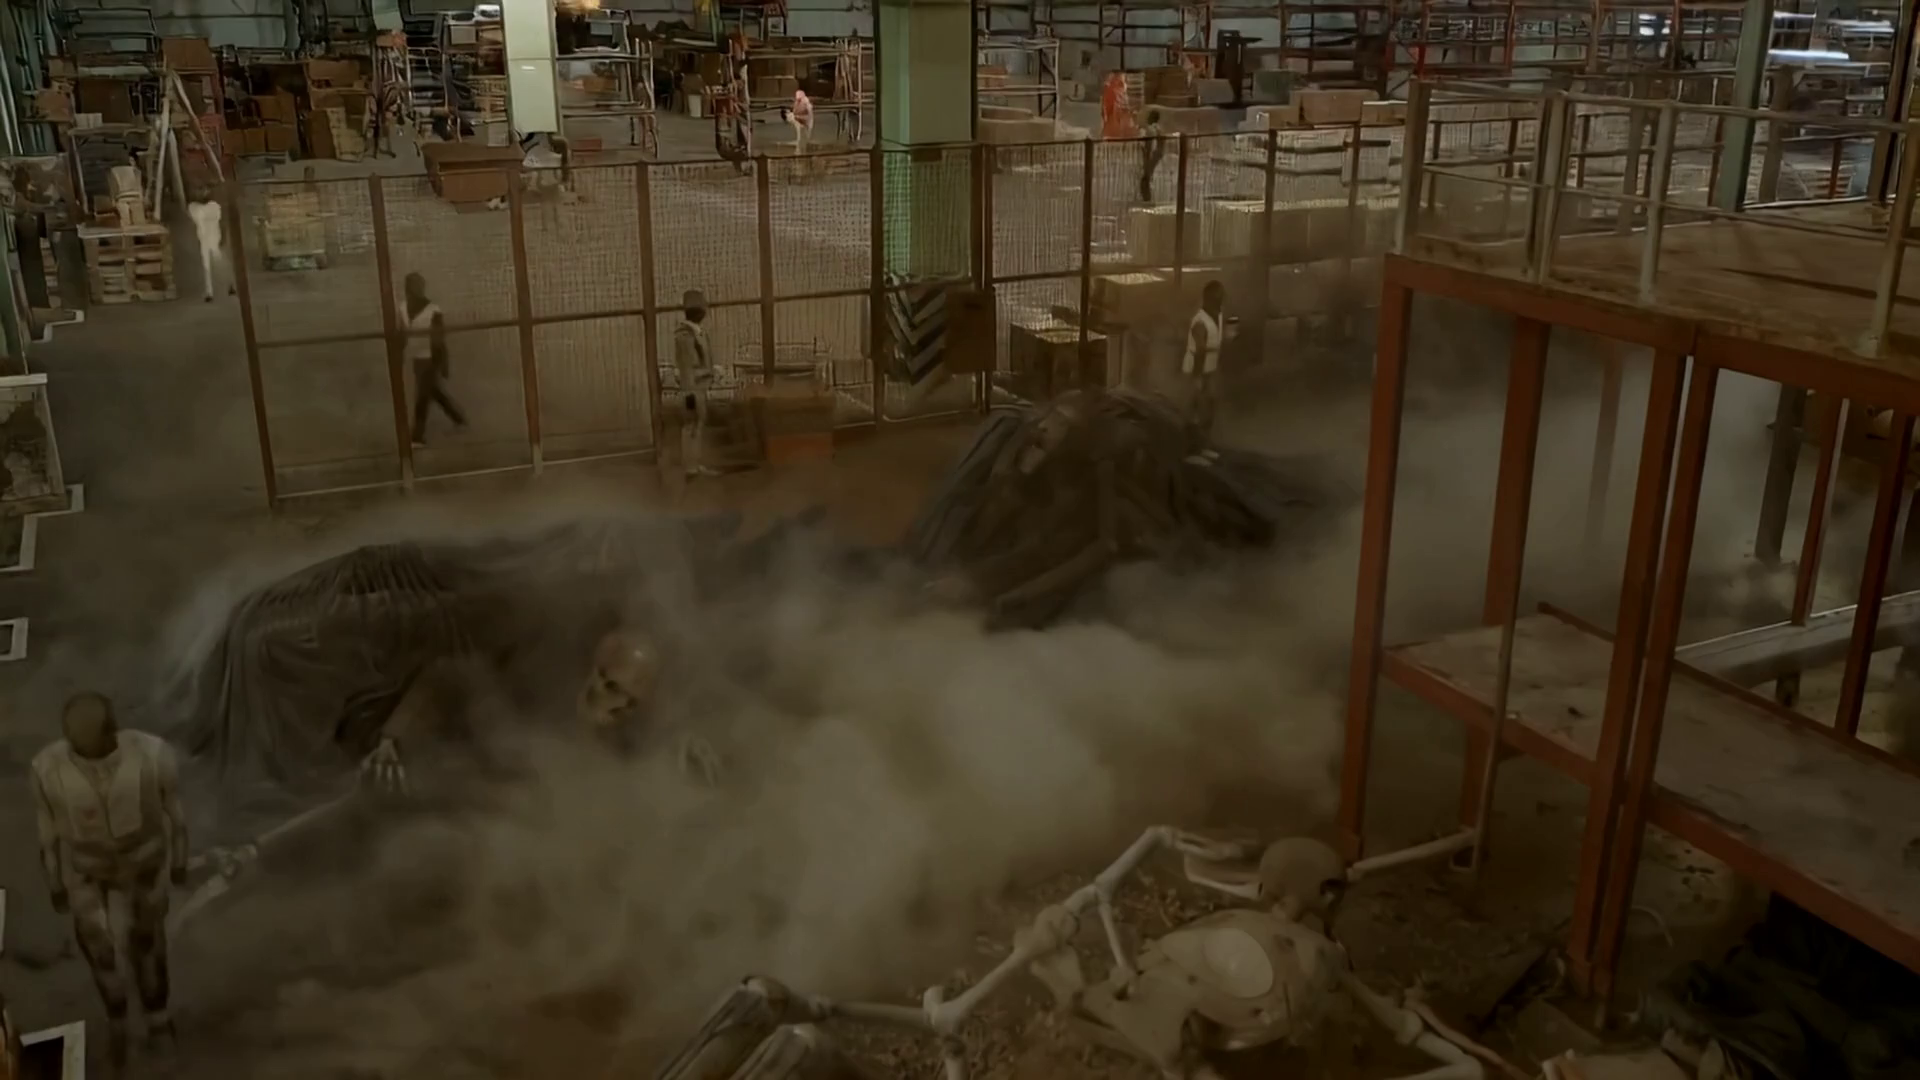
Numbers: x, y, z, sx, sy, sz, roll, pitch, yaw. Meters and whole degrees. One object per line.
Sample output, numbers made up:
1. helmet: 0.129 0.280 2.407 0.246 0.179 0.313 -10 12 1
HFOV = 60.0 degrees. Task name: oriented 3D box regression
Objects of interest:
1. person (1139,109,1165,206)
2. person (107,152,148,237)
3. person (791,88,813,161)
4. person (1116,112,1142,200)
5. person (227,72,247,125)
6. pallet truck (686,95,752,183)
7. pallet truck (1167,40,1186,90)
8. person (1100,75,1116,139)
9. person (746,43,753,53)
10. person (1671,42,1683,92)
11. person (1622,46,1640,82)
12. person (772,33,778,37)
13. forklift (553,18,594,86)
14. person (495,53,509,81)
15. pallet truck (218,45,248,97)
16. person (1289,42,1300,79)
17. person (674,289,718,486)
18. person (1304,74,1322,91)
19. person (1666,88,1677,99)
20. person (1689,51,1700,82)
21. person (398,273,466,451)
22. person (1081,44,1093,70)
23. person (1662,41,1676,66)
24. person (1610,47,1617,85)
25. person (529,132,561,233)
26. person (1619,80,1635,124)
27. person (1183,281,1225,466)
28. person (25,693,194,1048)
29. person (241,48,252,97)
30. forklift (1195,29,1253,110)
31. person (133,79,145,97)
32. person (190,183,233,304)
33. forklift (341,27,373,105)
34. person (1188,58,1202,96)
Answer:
1. person: 4.145 -8.258 35.876 0.536 2.000 0.680 4 19 11
2. person: -14.732 -5.943 29.468 0.429 1.844 0.627 16 25 39
3. person: -4.196 -11.026 44.135 0.574 1.886 0.360 3 19 9
4. person: 3.708 -8.440 36.600 0.573 1.901 0.747 9 21 24
5. person: -23.597 -14.429 54.305 0.540 1.683 0.419 -4 20 -13
6. pallet truck: -5.836 -9.608 39.856 0.823 1.965 1.885 10 22 27
7. pallet truck: 9.045 -19.971 69.895 0.823 1.965 1.885 -3 19 -8
8. person: 4.432 -12.946 49.745 0.530 1.857 0.324 14 23 35
9. person: -9.009 -19.991 70.112 0.631 1.908 0.933 -12 22 -31
10. person: 29.178 -19.281 67.871 0.798 2.001 0.668 9 21 24
11. person: 29.602 -20.906 73.206 0.517 1.588 0.840 -6 20 -18
12. person: -8.753 -23.024 78.825 1.039 1.936 0.632 0 19 1
13. forklift: -16.964 -21.175 72.054 1.873 2.768 1.129 -9 21 -25
14. person: -16.748 -16.929 61.193 0.639 1.923 0.561 -10 21 -26
15. pallet truck: -28.879 -18.665 66.111 0.823 1.965 1.885 -3 19 -9
16. person: 14.052 -20.077 70.332 0.833 1.919 0.631 -9 21 -25
17. person: -2.622 -1.522 16.490 0.394 1.945 0.618 1 19 2
18. person: 10.508 -12.942 49.662 0.630 1.899 0.971 18 26 41
19. person: 20.309 -12.139 47.737 0.315 1.636 0.514 10 21 27
20. person: 30.202 -19.238 68.282 0.549 1.642 0.858 -8 21 -22
21. person: -5.725 -1.952 17.860 0.604 1.876 0.996 13 23 33
22. person: 5.312 -19.761 69.500 1.032 1.849 0.550 0 19 0
23. person: 33.819 -23.131 79.308 0.447 1.827 0.662 -8 21 -22
24. person: 28.145 -20.464 71.847 0.550 1.643 0.885 -9 21 -24
25. person: -8.003 -6.911 32.167 0.582 1.919 0.398 -7 20 -20
26. person: 21.672 -14.343 54.178 0.523 1.585 0.825 14 24 36
27. person: 2.500 -1.722 17.128 0.384 1.914 0.609 8 21 22
28. person: -3.934 1.544 7.799 0.650 1.816 0.455 -11 22 -28
29. person: -27.832 -18.264 65.053 0.371 1.927 0.588 -4 20 -13
30. forklift: 9.428 -16.731 59.170 1.873 2.768 1.129 -9 21 -25
31. person: -25.352 -13.405 51.419 0.525 1.632 0.323 6 20 18
32. person: -11.511 -4.597 25.624 0.532 1.817 1.015 -1 19 -2
33. forklift: -22.275 -17.346 60.954 1.873 2.768 1.129 -9 21 -25
34. person: 8.768 -17.139 62.162 0.548 1.673 0.570 0 19 -1
